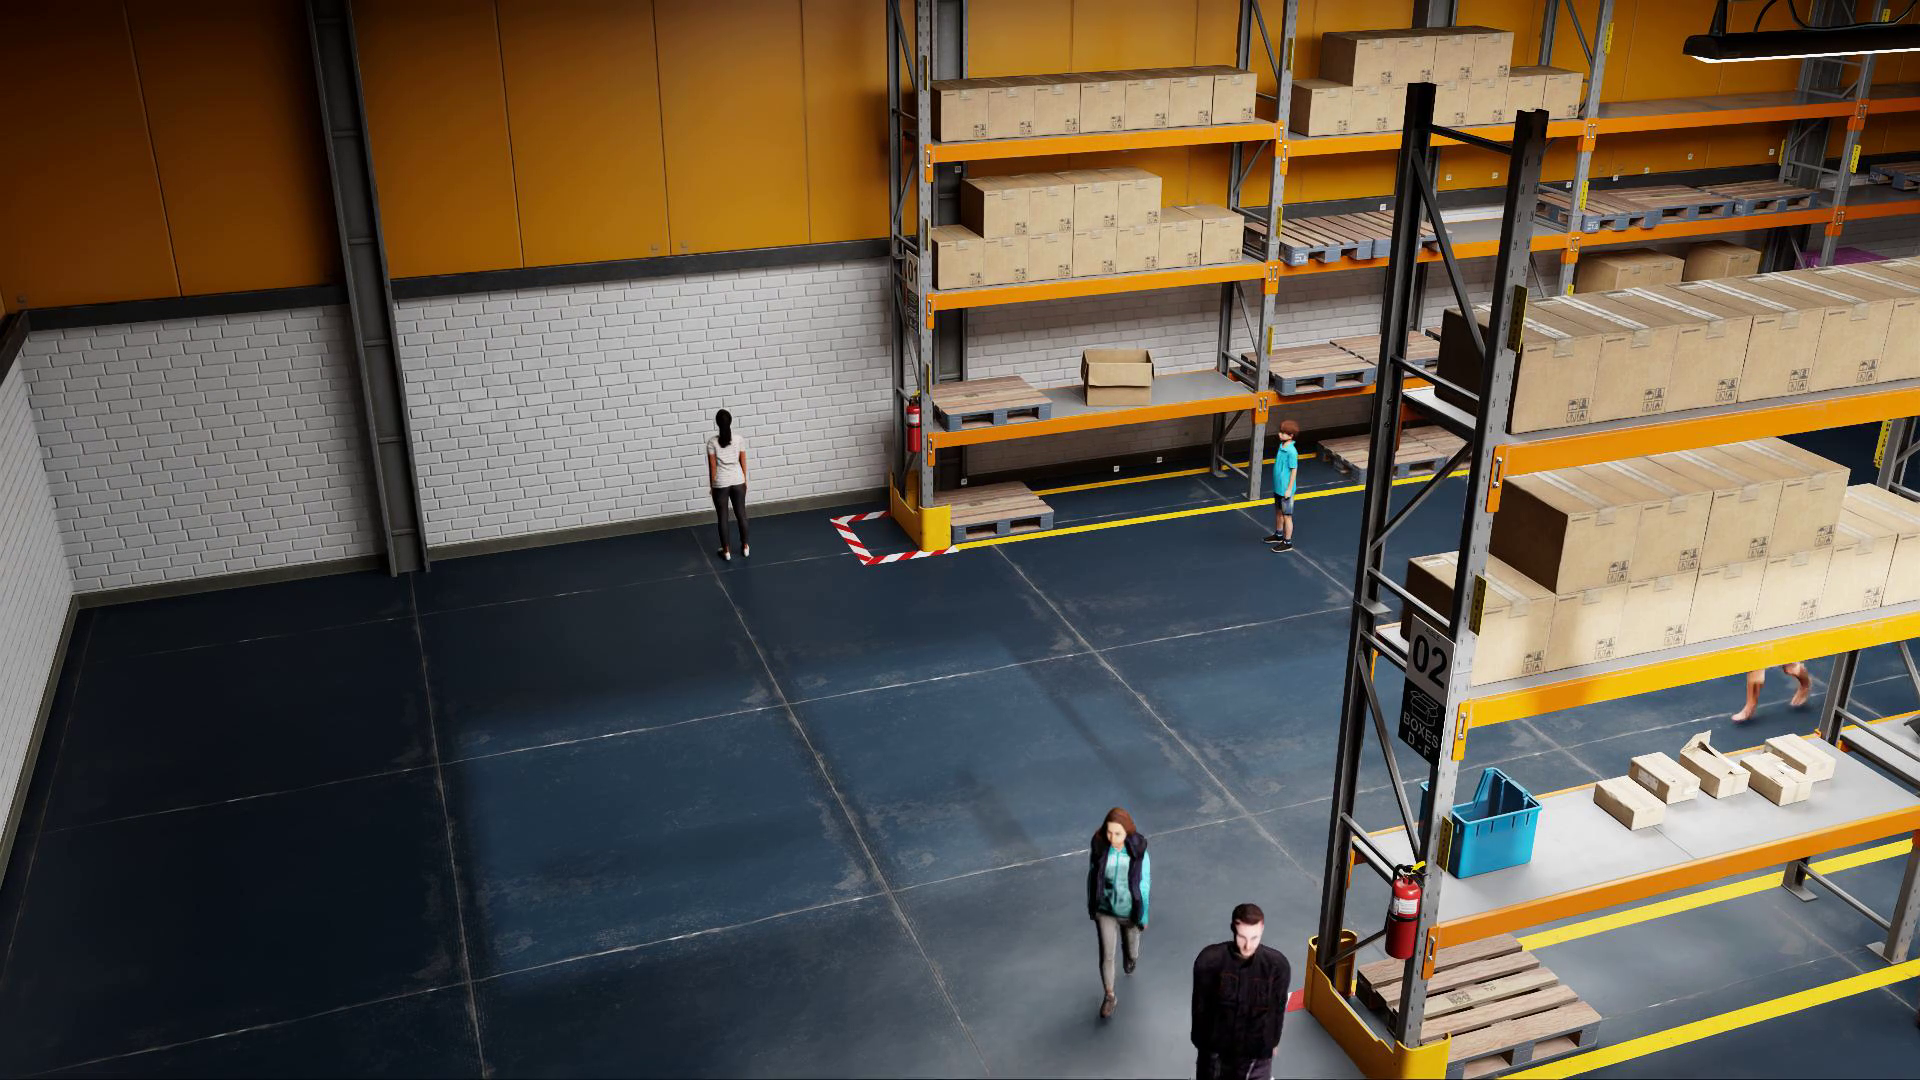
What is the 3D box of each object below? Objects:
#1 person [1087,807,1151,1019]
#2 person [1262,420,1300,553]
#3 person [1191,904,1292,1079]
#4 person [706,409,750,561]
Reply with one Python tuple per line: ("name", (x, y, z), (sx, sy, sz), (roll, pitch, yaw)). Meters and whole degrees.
("person", (1.055, 2.378, 10.891), (0.859, 1.488, 0.868), (5, 24, 12))
("person", (3.469, -0.596, 17.743), (0.499, 1.449, 0.544), (-5, 24, -12))
("person", (1.549, 2.806, 9.397), (1.036, 1.901, 1.006), (3, 24, 6))
("person", (-2.434, -0.592, 17.488), (0.456, 1.646, 0.623), (-9, 25, -20))
